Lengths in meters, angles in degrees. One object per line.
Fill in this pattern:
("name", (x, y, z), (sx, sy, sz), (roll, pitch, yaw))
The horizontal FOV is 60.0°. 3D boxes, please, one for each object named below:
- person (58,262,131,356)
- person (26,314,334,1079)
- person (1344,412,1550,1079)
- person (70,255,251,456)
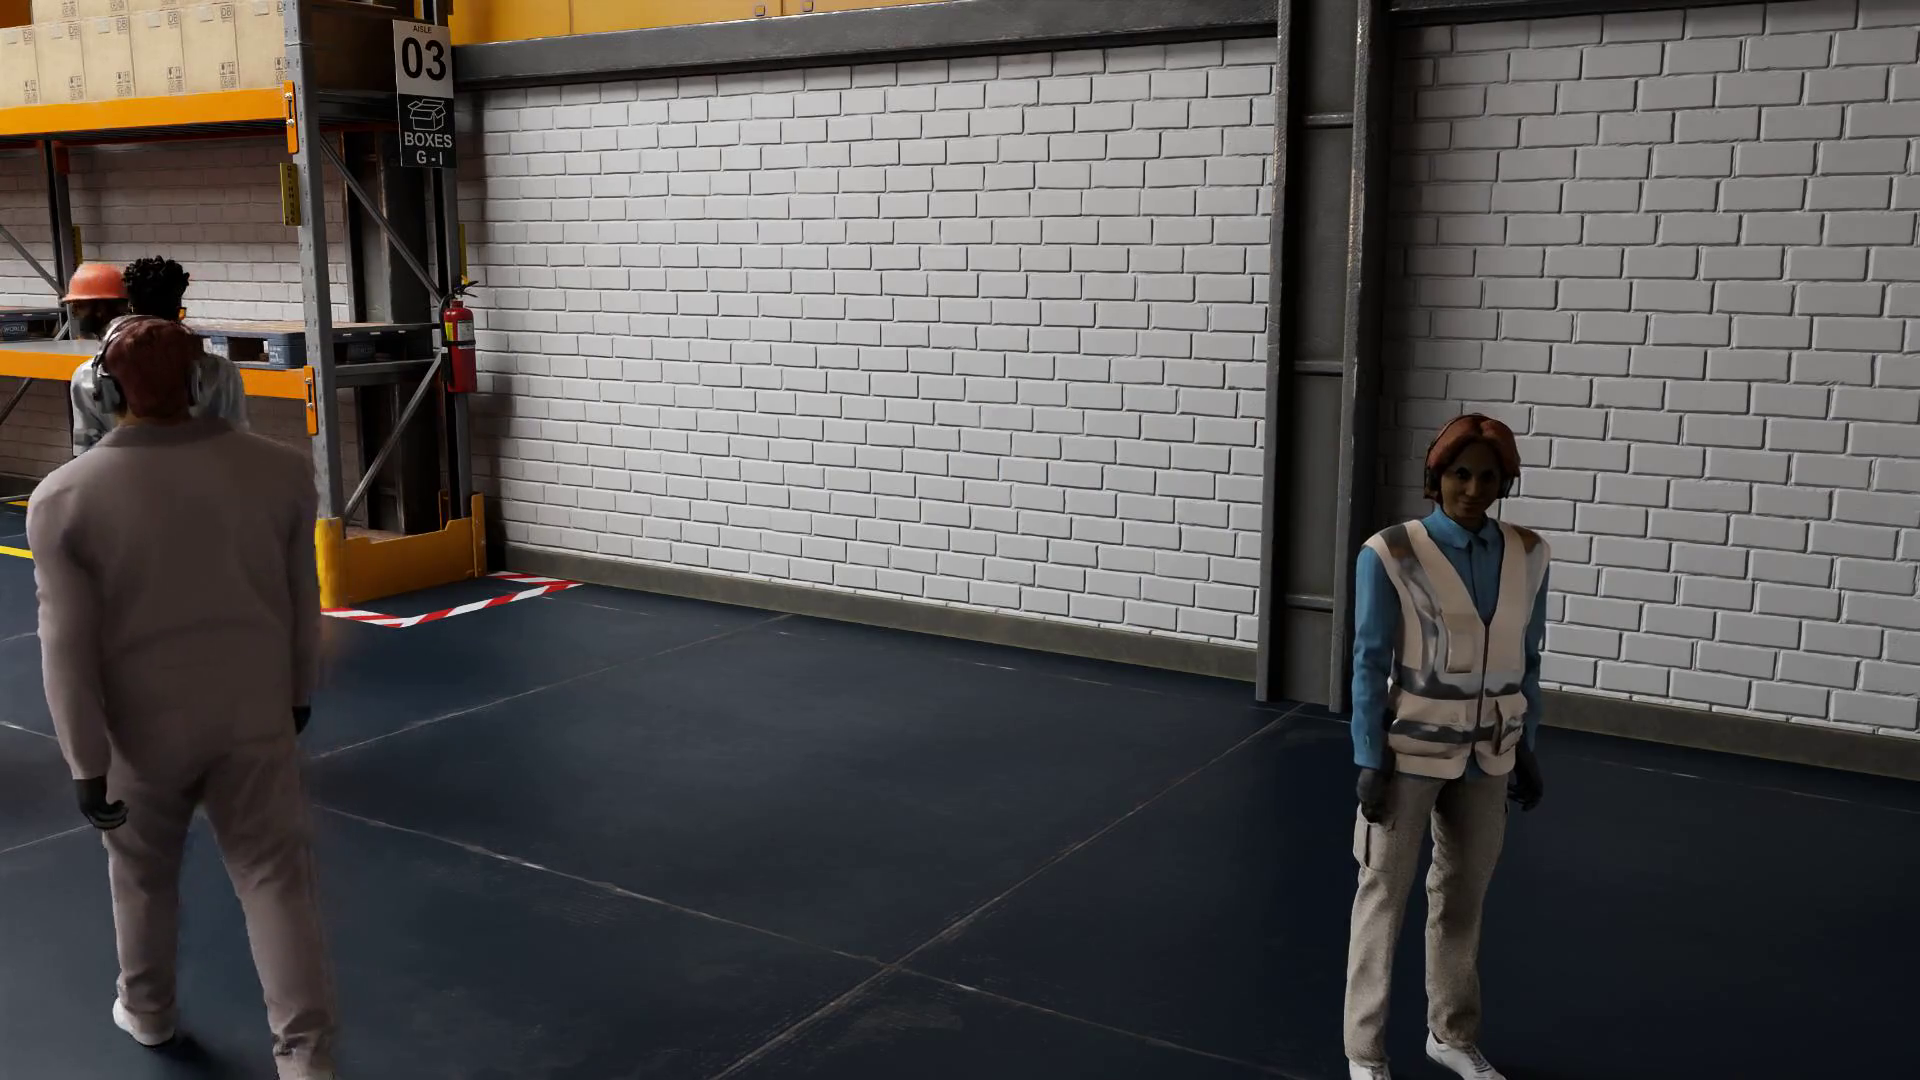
("person", (-3.834, -0.321, 7.749), (0.544, 1.925, 0.555), (-3, 11, -16))
("person", (-1.788, 0.405, 3.908), (0.642, 1.863, 0.992), (-8, 13, -36))
("person", (1.128, 0.520, 3.872), (0.514, 1.636, 0.314), (-3, 11, -18))
("person", (-2.938, -0.068, 6.215), (0.611, 1.965, 0.362), (-3, 11, -14))
